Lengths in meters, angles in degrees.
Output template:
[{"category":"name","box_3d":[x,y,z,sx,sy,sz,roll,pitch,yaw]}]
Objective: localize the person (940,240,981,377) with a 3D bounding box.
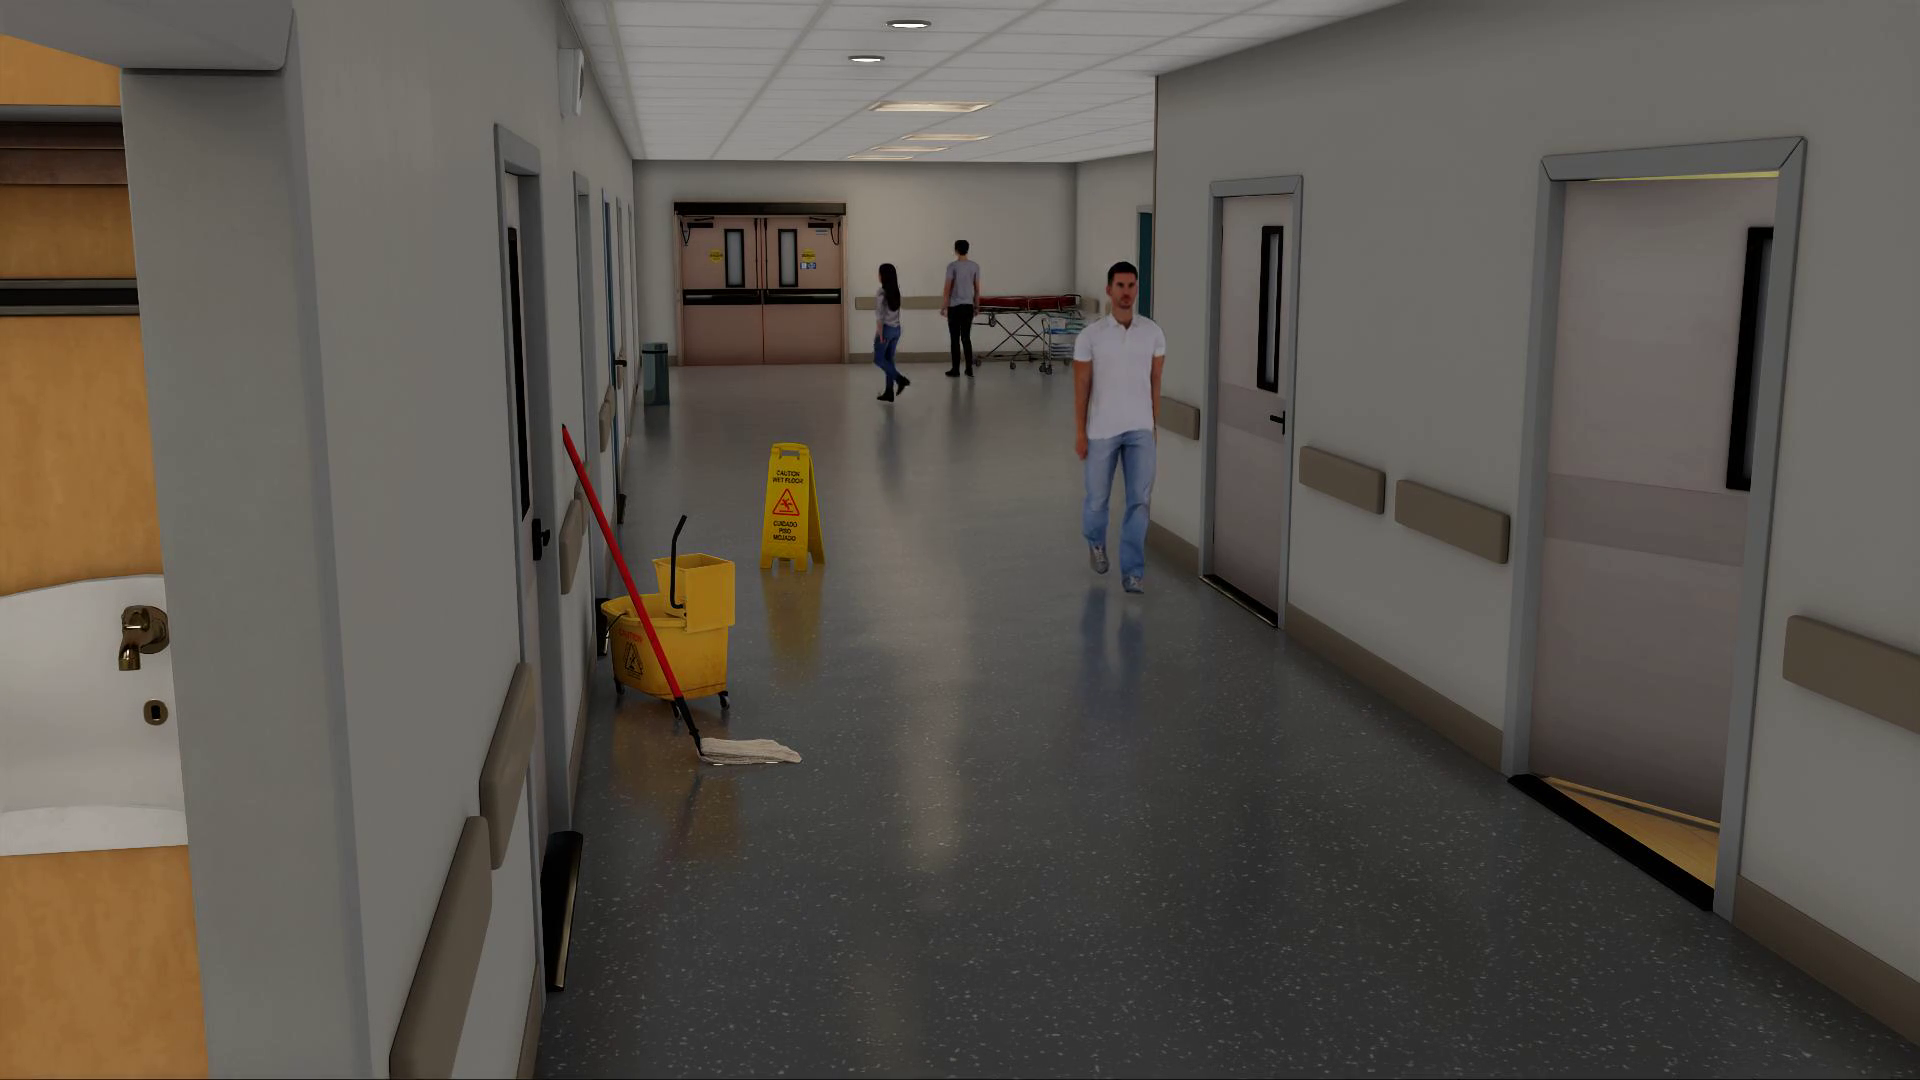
[{"category":"person","box_3d":[0.007,-3.183,22.846,0.791,1.865,0.754,-5,12,-23]}]

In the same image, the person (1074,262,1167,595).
[{"category":"person","box_3d":[0.896,-0.636,9.500,0.780,1.837,1.174,0,11,-2]}]

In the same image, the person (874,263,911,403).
[{"category":"person","box_3d":[-0.777,-2.407,19.421,0.883,1.617,0.826,7,13,32]}]
